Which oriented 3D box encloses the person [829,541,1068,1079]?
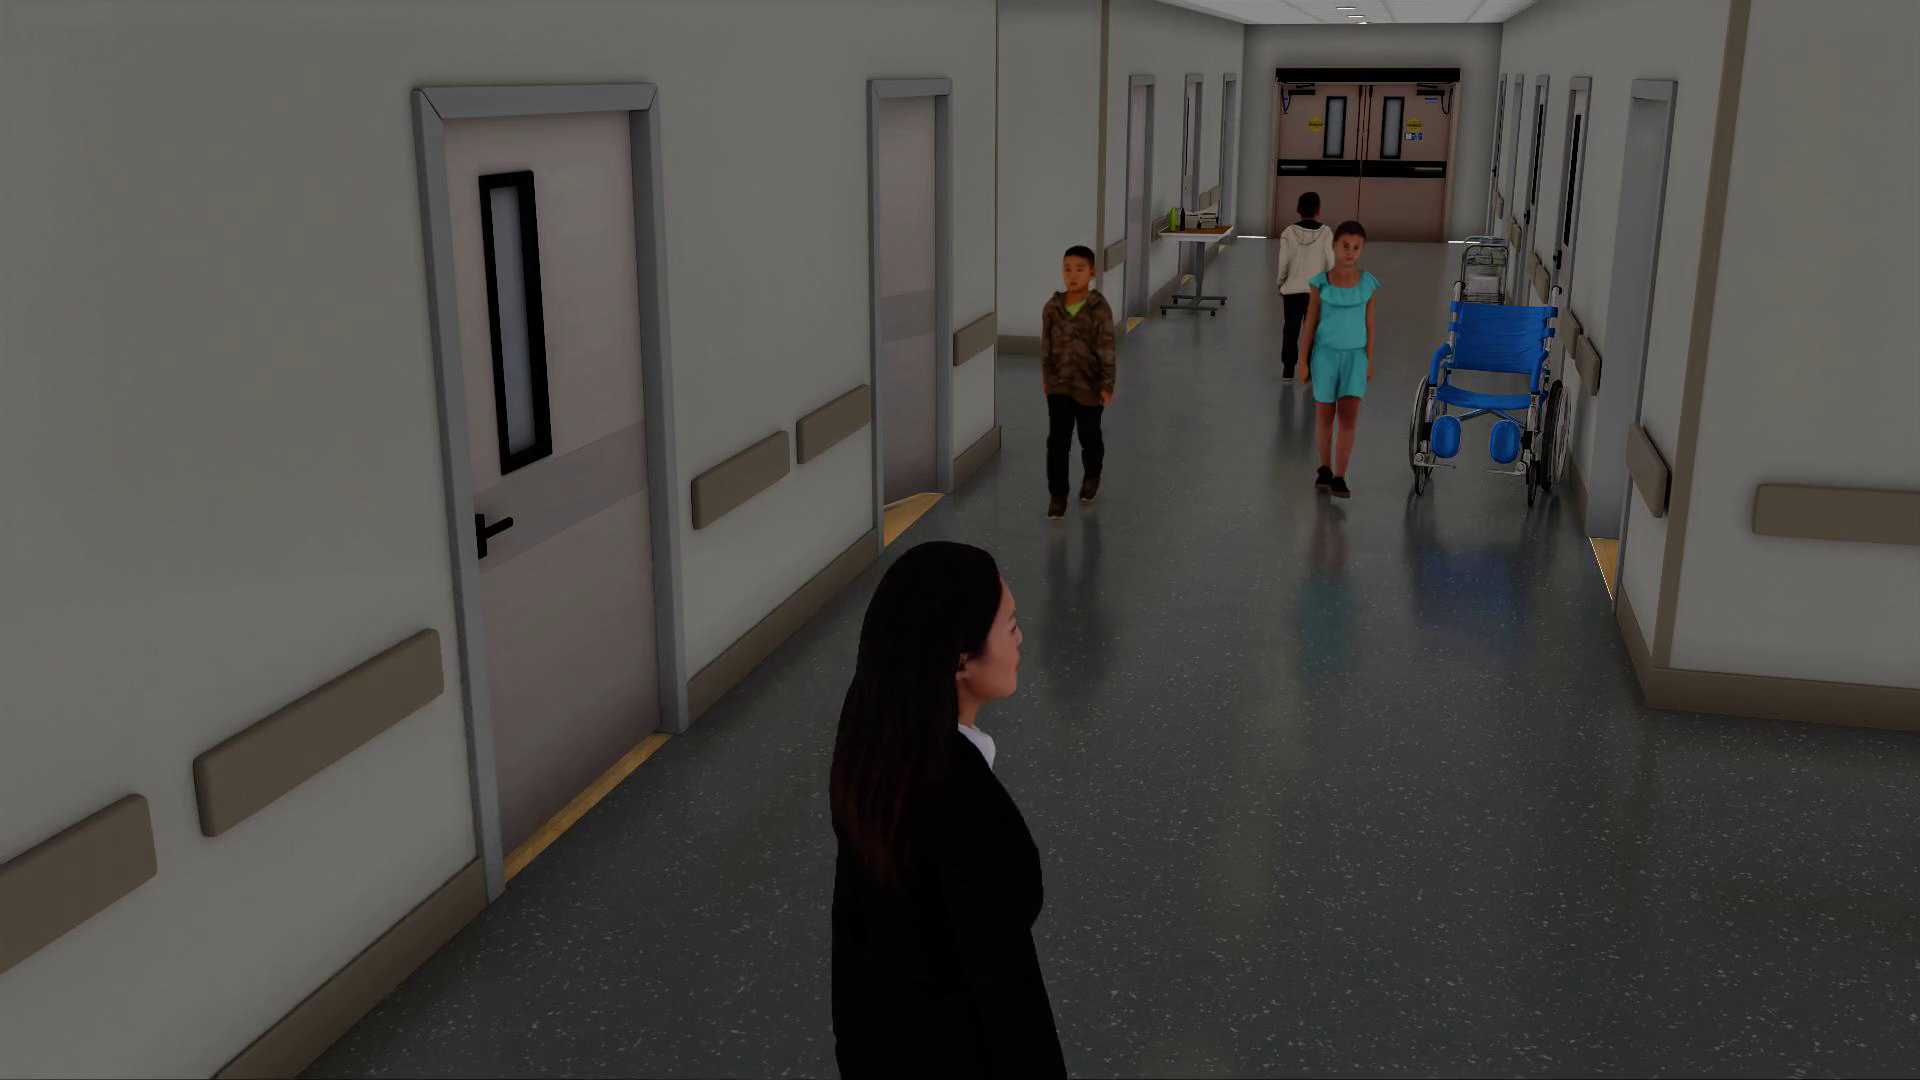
[{"bbox_3d":[-0.113,0.856,2.418,0.814,1.724,0.750,-5,17,-19],"label":"person"}]

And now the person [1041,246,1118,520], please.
[{"bbox_3d":[0.653,-0.858,9.047,0.595,1.425,0.947,4,16,13],"label":"person"}]

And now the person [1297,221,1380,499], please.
[{"bbox_3d":[2.150,-1.029,9.449,0.603,1.536,0.843,3,16,12],"label":"person"}]

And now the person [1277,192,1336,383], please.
[{"bbox_3d":[2.676,-1.964,12.919,0.582,1.453,0.492,5,16,16],"label":"person"}]
